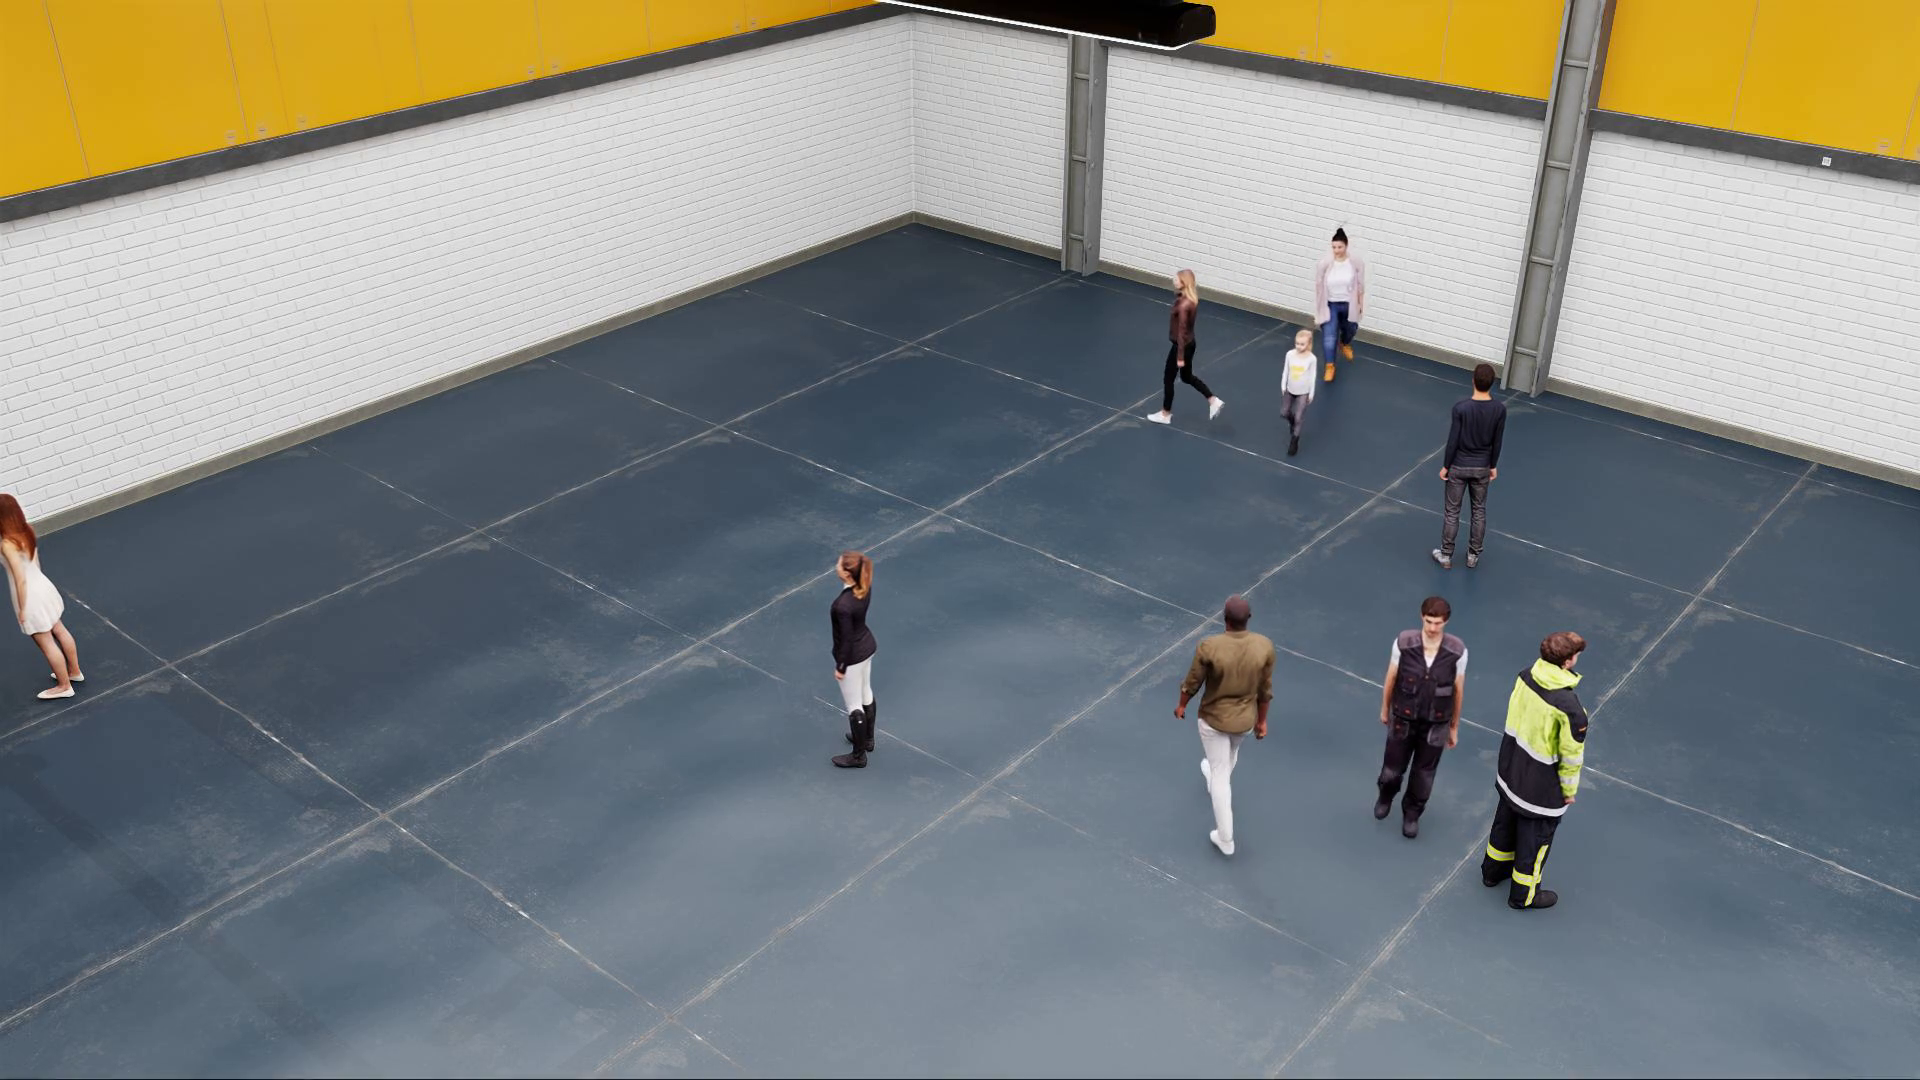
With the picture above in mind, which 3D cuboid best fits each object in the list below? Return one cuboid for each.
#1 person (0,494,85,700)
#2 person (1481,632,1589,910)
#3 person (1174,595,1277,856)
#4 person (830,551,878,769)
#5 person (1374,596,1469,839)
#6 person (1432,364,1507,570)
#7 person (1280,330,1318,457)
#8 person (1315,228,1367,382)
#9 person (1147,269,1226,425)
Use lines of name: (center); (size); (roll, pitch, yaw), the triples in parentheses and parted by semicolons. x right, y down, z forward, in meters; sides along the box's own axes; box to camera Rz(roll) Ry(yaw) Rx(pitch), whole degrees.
person: (-7.010, 0.416, 12.585); (0.701, 1.710, 0.641); (-2, 29, -4)
person: (3.628, 1.424, 10.452); (0.926, 1.983, 0.780); (-11, 30, -19)
person: (1.783, 1.249, 10.977); (1.153, 1.787, 1.277); (-7, 29, -12)
person: (-0.749, 0.837, 11.794); (0.654, 1.728, 0.646); (10, 30, 18)
person: (3.093, 1.129, 11.143); (0.749, 1.839, 0.839); (5, 29, 10)
person: (4.394, -0.627, 14.332); (0.697, 1.868, 0.775); (-1, 29, -1)
person: (3.387, -1.505, 16.569); (0.719, 1.267, 0.637); (14, 32, 24)
person: (4.148, -2.620, 18.155); (1.103, 1.706, 1.090); (1, 29, 2)
person: (2.343, -1.936, 16.923); (1.087, 1.685, 0.816); (10, 30, 18)
